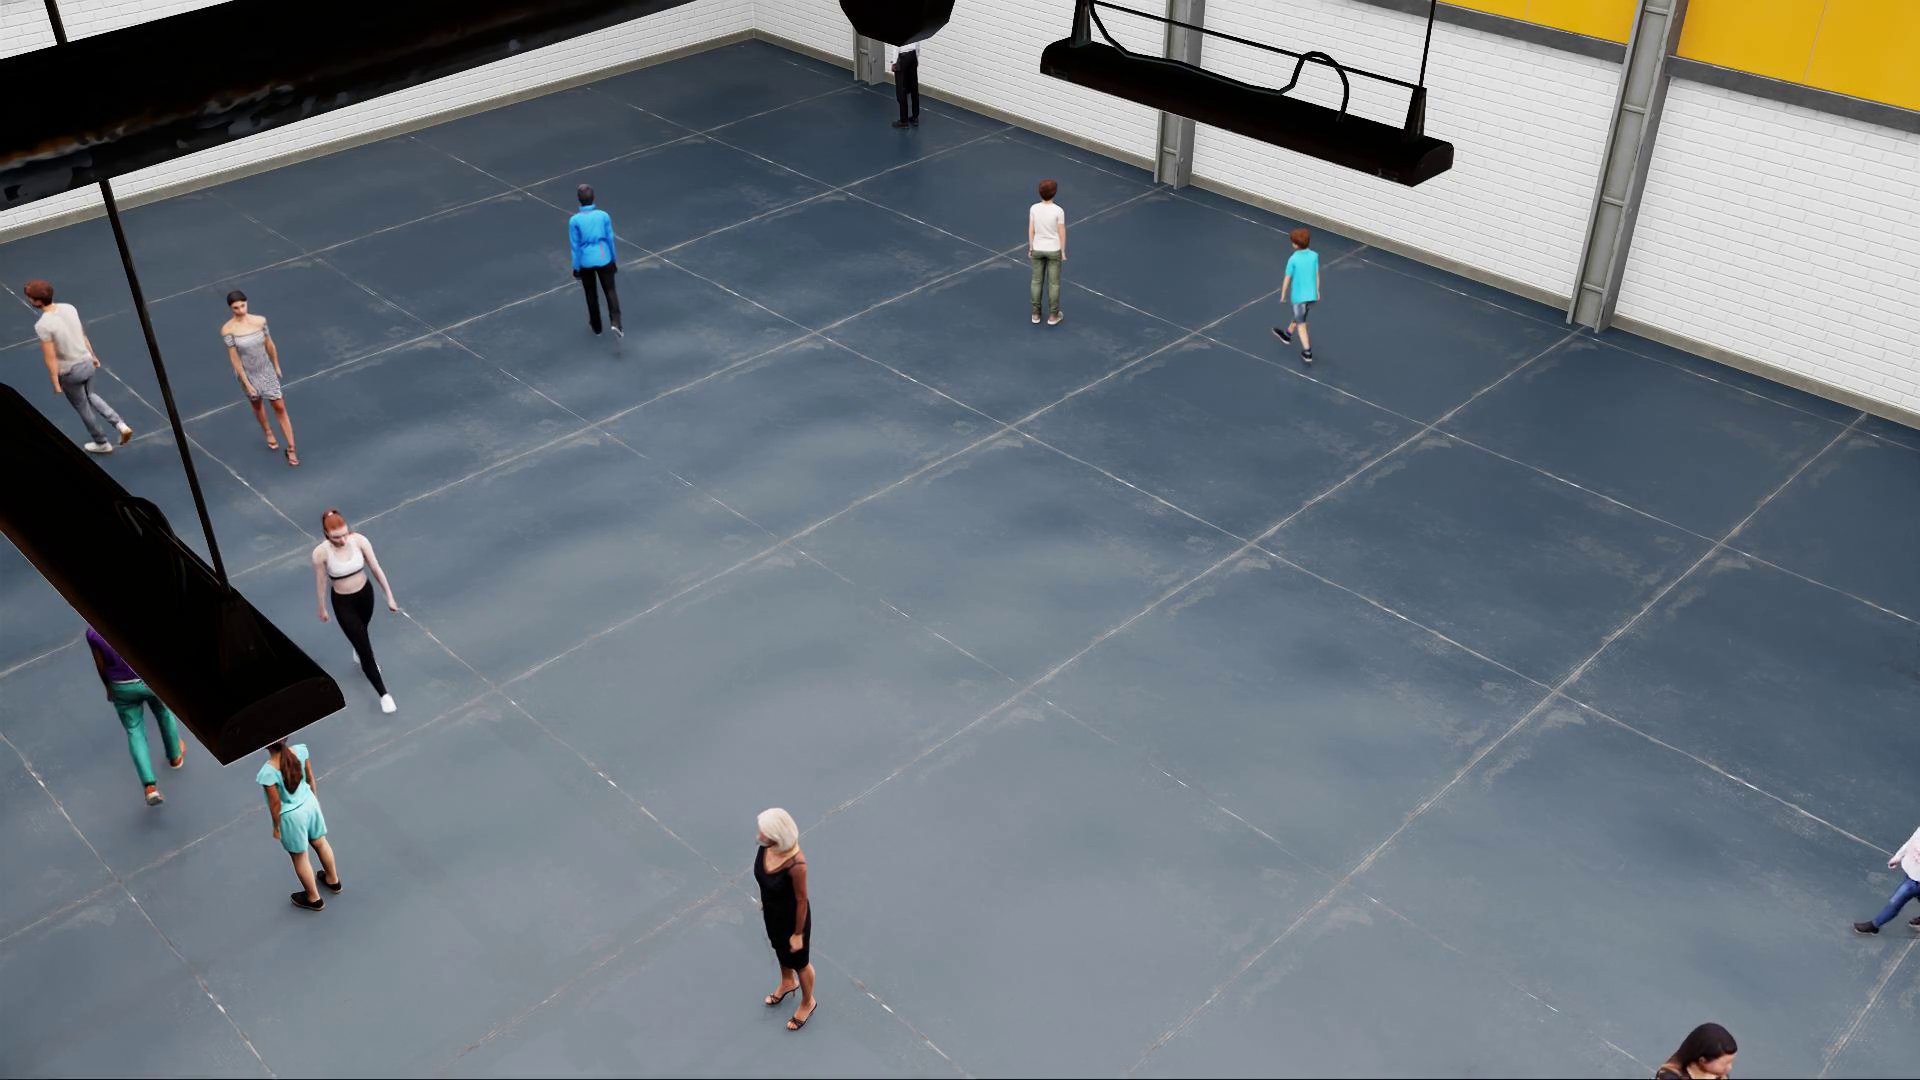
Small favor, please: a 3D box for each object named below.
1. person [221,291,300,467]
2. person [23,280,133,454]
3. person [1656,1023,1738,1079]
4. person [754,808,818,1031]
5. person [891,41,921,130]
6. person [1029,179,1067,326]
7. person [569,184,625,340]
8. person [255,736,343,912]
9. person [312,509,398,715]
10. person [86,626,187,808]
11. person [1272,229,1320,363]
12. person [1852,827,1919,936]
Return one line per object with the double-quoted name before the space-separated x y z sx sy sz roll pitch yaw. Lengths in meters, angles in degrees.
"person" -6.732 -1.590 15.847 0.734 1.784 1.055 -21 39 -29
"person" -8.338 -1.612 15.797 0.970 1.875 0.897 10 35 14
"person" 3.691 3.115 8.848 0.708 1.696 0.975 -23 40 -31
"person" -1.049 2.263 10.087 0.688 1.744 0.502 -21 39 -28
"person" -0.766 -6.780 23.608 0.642 1.836 0.537 -26 42 -34
"person" 0.956 -3.182 18.359 0.614 1.654 0.719 10 35 14
"person" -3.909 -2.947 17.891 0.855 1.780 1.061 -13 36 -19
"person" -4.377 1.790 10.965 0.624 1.558 0.609 17 37 23
"person" -4.711 0.456 12.845 0.762 1.699 1.221 -26 41 -33
"person" -5.858 1.102 11.835 0.910 1.742 1.169 -12 36 -18
"person" 3.698 -2.584 17.678 0.734 1.412 0.974 -11 35 -16
"person" 6.306 2.157 10.838 0.833 1.087 0.756 1 34 2
